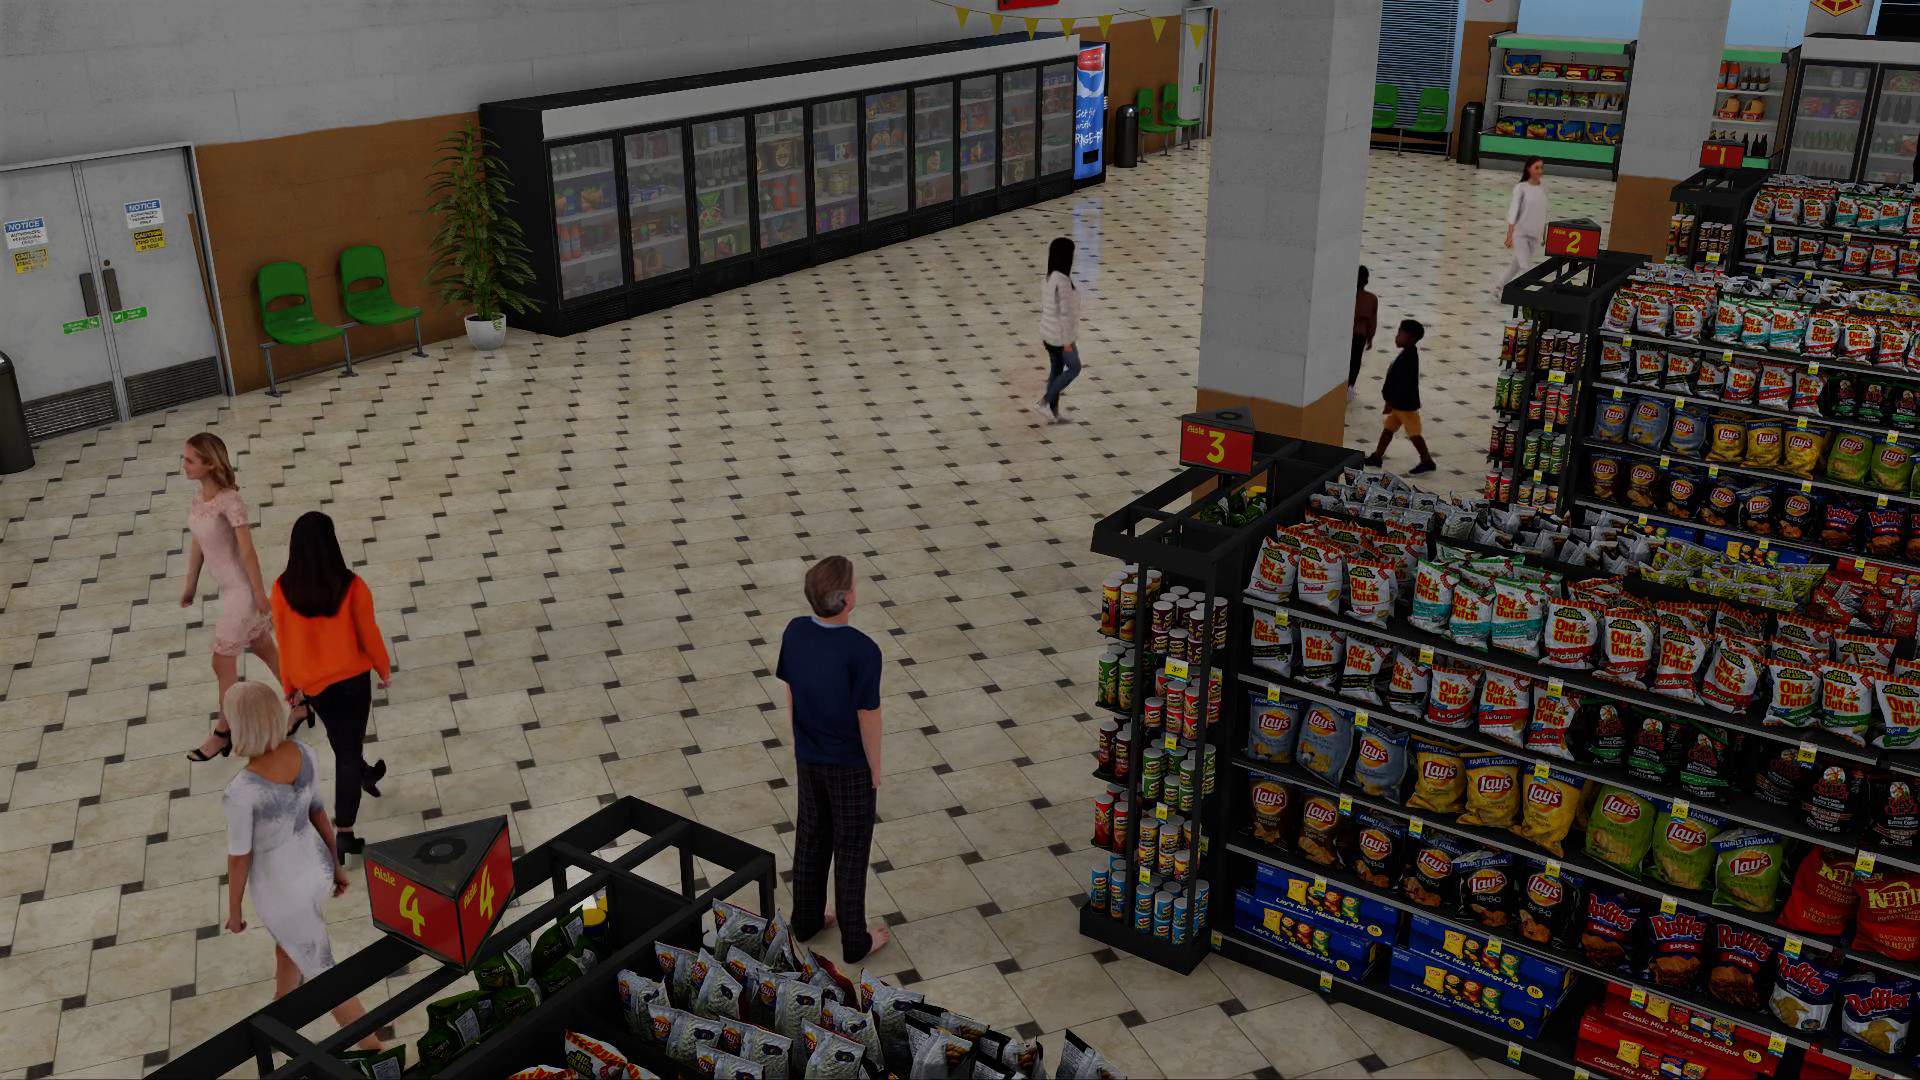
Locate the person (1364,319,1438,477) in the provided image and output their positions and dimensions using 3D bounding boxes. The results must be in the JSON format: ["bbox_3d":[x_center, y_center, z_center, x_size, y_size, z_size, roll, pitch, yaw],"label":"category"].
[{"bbox_3d":[3.559,-1.093,13.066,0.933,1.246,0.742,4,22,9],"label":"person"}]

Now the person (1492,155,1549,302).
[{"bbox_3d":[6.086,-3.318,18.057,0.946,1.652,1.157,-10,24,-24],"label":"person"}]

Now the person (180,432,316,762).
[{"bbox_3d":[-3.764,0.273,8.919,0.795,1.803,0.933,-16,27,-35],"label":"person"}]

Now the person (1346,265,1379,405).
[{"bbox_3d":[3.533,-1.828,14.902,0.857,1.241,0.822,2,22,6],"label":"person"}]

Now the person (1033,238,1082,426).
[{"bbox_3d":[0.781,-1.756,14.197,0.836,1.632,0.759,-8,23,-18],"label":"person"}]

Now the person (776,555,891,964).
[{"bbox_3d":[-0.548,0.943,7.164,0.500,1.868,0.730,12,25,27],"label":"person"}]

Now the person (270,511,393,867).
[{"bbox_3d":[-2.996,0.739,7.885,1.089,1.710,1.030,1,22,3],"label":"person"}]

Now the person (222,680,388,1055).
[{"bbox_3d":[-2.474,1.362,6.341,1.148,1.705,0.779,8,23,19],"label":"person"}]
